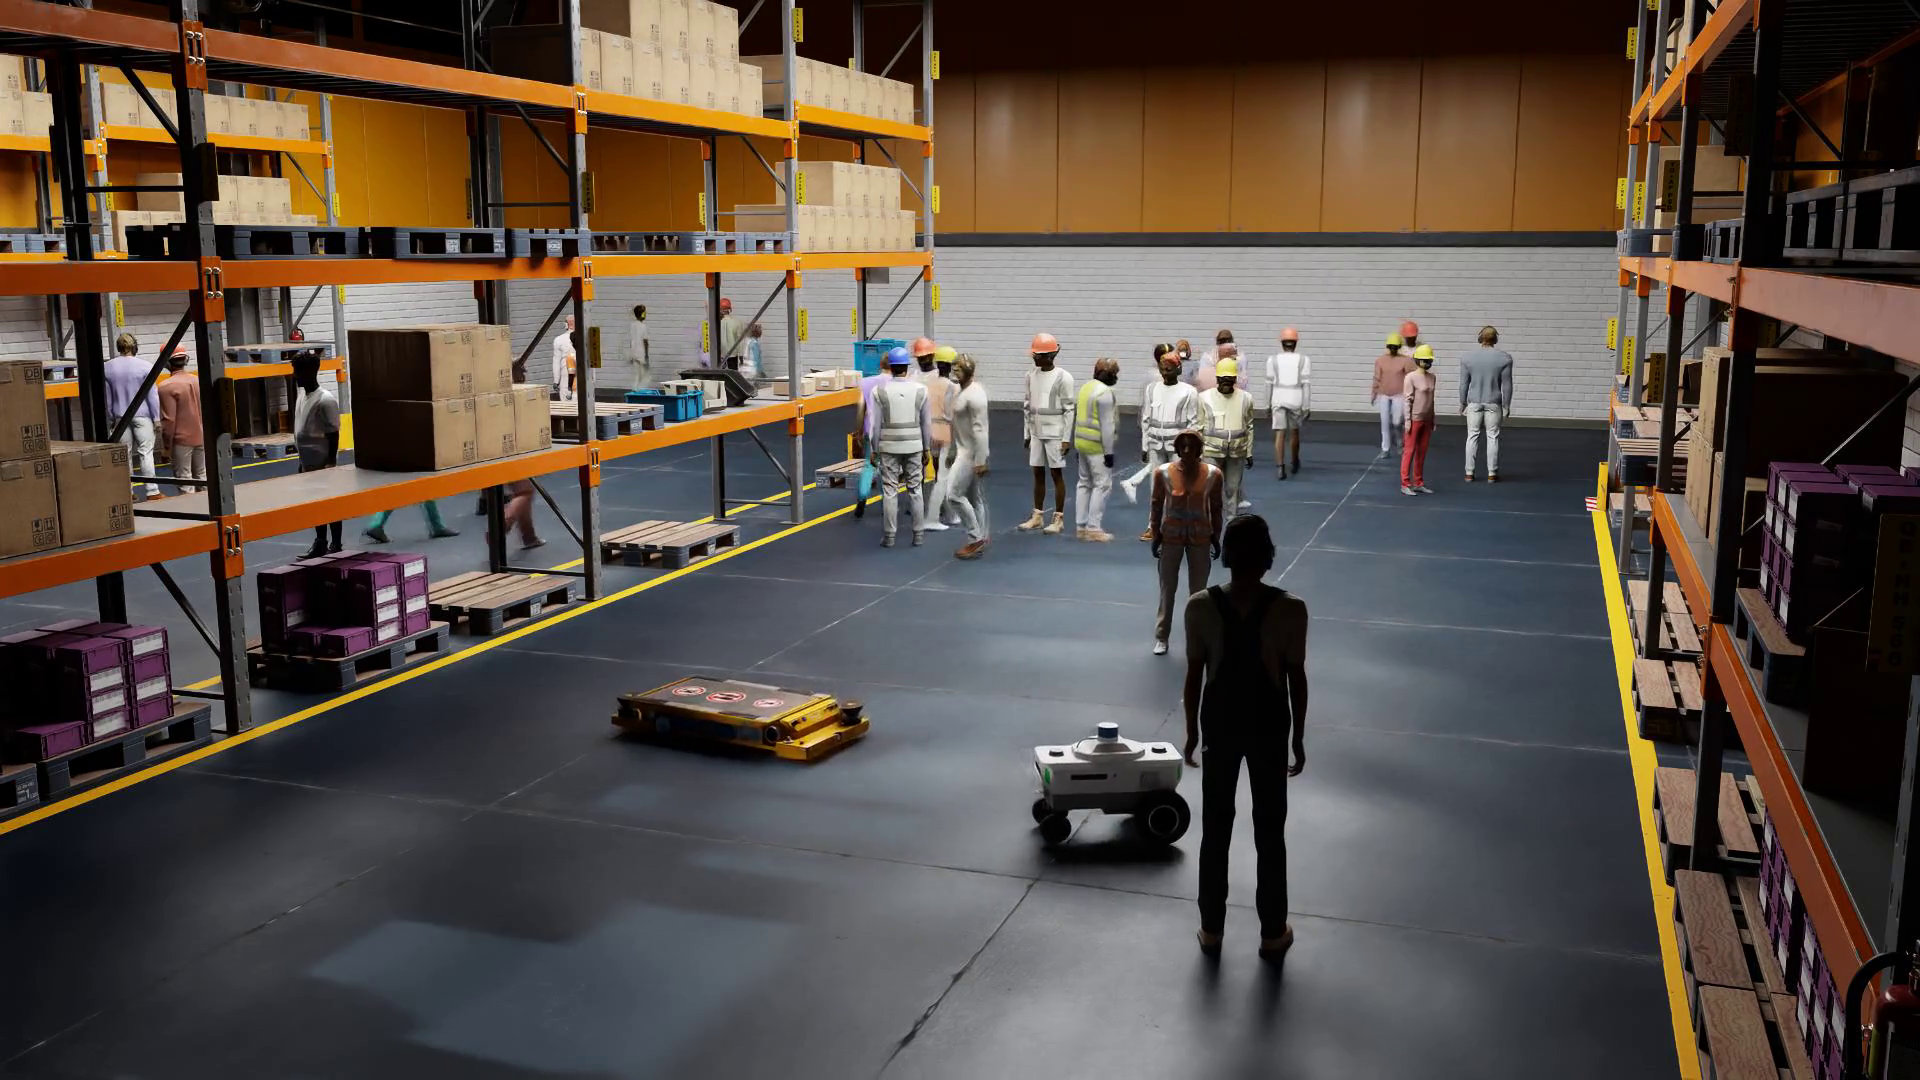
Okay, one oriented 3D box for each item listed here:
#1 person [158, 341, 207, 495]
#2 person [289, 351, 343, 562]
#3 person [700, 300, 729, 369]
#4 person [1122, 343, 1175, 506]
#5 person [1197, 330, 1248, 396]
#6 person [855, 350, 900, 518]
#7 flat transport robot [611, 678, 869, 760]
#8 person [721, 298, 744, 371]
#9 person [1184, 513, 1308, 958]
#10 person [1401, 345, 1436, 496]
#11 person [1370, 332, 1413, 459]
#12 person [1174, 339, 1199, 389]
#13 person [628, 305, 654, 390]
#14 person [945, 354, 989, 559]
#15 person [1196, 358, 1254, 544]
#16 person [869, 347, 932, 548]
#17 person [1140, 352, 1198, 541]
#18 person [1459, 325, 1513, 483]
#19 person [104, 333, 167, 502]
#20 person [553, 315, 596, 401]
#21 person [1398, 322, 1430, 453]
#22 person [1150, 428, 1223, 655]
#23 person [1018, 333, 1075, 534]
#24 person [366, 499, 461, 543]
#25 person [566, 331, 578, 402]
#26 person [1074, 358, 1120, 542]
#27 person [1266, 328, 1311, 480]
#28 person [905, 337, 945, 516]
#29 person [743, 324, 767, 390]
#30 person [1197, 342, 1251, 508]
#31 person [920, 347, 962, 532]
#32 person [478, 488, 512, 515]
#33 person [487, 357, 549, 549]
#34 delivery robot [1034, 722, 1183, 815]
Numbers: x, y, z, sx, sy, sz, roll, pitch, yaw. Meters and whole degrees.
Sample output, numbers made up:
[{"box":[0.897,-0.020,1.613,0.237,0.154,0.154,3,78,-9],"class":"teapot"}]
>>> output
[{"box":[-7.669,-0.971,16.426,0.392,1.991,0.613,3,10,14],"class":"person"},{"box":[-5.890,-0.743,15.215,0.613,1.962,0.361,9,14,42],"class":"person"},{"box":[-4.165,-3.053,28.138,0.456,1.997,0.696,-9,13,-40],"class":"person"},{"box":[2.153,-1.268,18.496,0.631,1.847,0.534,-3,10,-15],"class":"person"},{"box":[3.415,-1.826,21.713,0.639,1.819,0.655,2,10,13],"class":"person"},{"box":[-0.857,-1.118,17.788,0.597,1.809,0.802,4,11,21],"class":"person"},{"box":[-1.322,1.039,9.951,1.431,0.197,0.652,6,11,29],"class":"flat transport robot"},{"box":[-4.127,-3.264,29.334,0.625,1.990,0.389,-2,10,-12],"class":"person"},{"box":[1.169,0.807,6.842,0.506,1.841,0.345,3,10,15],"class":"person"},{"box":[5.394,-1.401,19.486,0.533,1.768,0.311,-8,13,-37],"class":"person"},{"box":[5.911,-1.977,22.763,0.544,1.748,0.388,6,12,31],"class":"person"},{"box":[3.044,-1.946,22.931,0.506,1.632,0.277,0,10,0],"class":"person"},{"box":[-5.725,-3.276,29.792,0.505,1.857,0.406,6,12,31],"class":"person"},{"box":[0.051,-0.771,15.506,0.475,1.924,0.641,-2,10,-9],"class":"person"},{"box":[2.584,-0.865,16.274,0.602,1.830,0.404,-1,10,-4],"class":"person"},{"box":[-0.579,-0.889,16.095,0.615,1.943,0.399,-2,10,-13],"class":"person"},{"box":[2.044,-0.906,16.361,0.573,1.885,0.355,6,12,31],"class":"person"},{"box":[6.479,-1.671,20.514,0.636,1.939,0.364,5,11,24],"class":"person"},{"box":[-9.361,-1.372,18.834,0.627,1.941,0.371,0,10,0],"class":"person"},{"box":[-5.713,-2.378,24.635,0.652,1.895,0.400,-6,12,-32],"class":"person"},{"box":[6.410,-2.189,23.698,0.585,1.860,1.025,2,10,10],"class":"person"},{"box":[1.616,0.013,11.874,0.515,1.640,0.315,1,10,5],"class":"person"},{"box":[0.871,-1.075,16.877,0.609,2.040,0.394,10,14,43],"class":"person"},{"box":[-5.460,-0.833,16.412,0.896,1.724,0.537,-5,11,-26],"class":"person"},{"box":[-5.475,-2.168,23.985,0.320,1.698,0.537,6,12,29],"class":"person"},{"box":[1.348,-0.890,16.478,0.436,1.823,0.676,-3,10,-16],"class":"person"},{"box":[4.137,-1.723,21.004,0.556,1.874,0.990,2,10,13],"class":"person"},{"box":[-0.360,-1.219,17.979,0.551,1.935,0.373,4,11,20],"class":"person"},{"box":[-3.364,-2.791,27.793,0.847,1.599,0.514,-3,10,-15],"class":"person"},{"box":[2.859,-1.238,18.278,0.643,1.874,0.886,8,13,39],"class":"person"},{"box":[-0.111,-1.042,17.140,0.823,1.892,0.611,-10,14,-44],"class":"person"},{"box":[-5.093,-1.259,18.285,0.580,1.900,0.885,3,11,19],"class":"person"},{"box":[-4.225,-0.789,15.739,0.641,1.878,0.836,6,11,28],"class":"person"},{"box":[0.730,1.150,8.262,0.707,0.478,0.477,-1,10,-6],"class":"delivery robot"}]
